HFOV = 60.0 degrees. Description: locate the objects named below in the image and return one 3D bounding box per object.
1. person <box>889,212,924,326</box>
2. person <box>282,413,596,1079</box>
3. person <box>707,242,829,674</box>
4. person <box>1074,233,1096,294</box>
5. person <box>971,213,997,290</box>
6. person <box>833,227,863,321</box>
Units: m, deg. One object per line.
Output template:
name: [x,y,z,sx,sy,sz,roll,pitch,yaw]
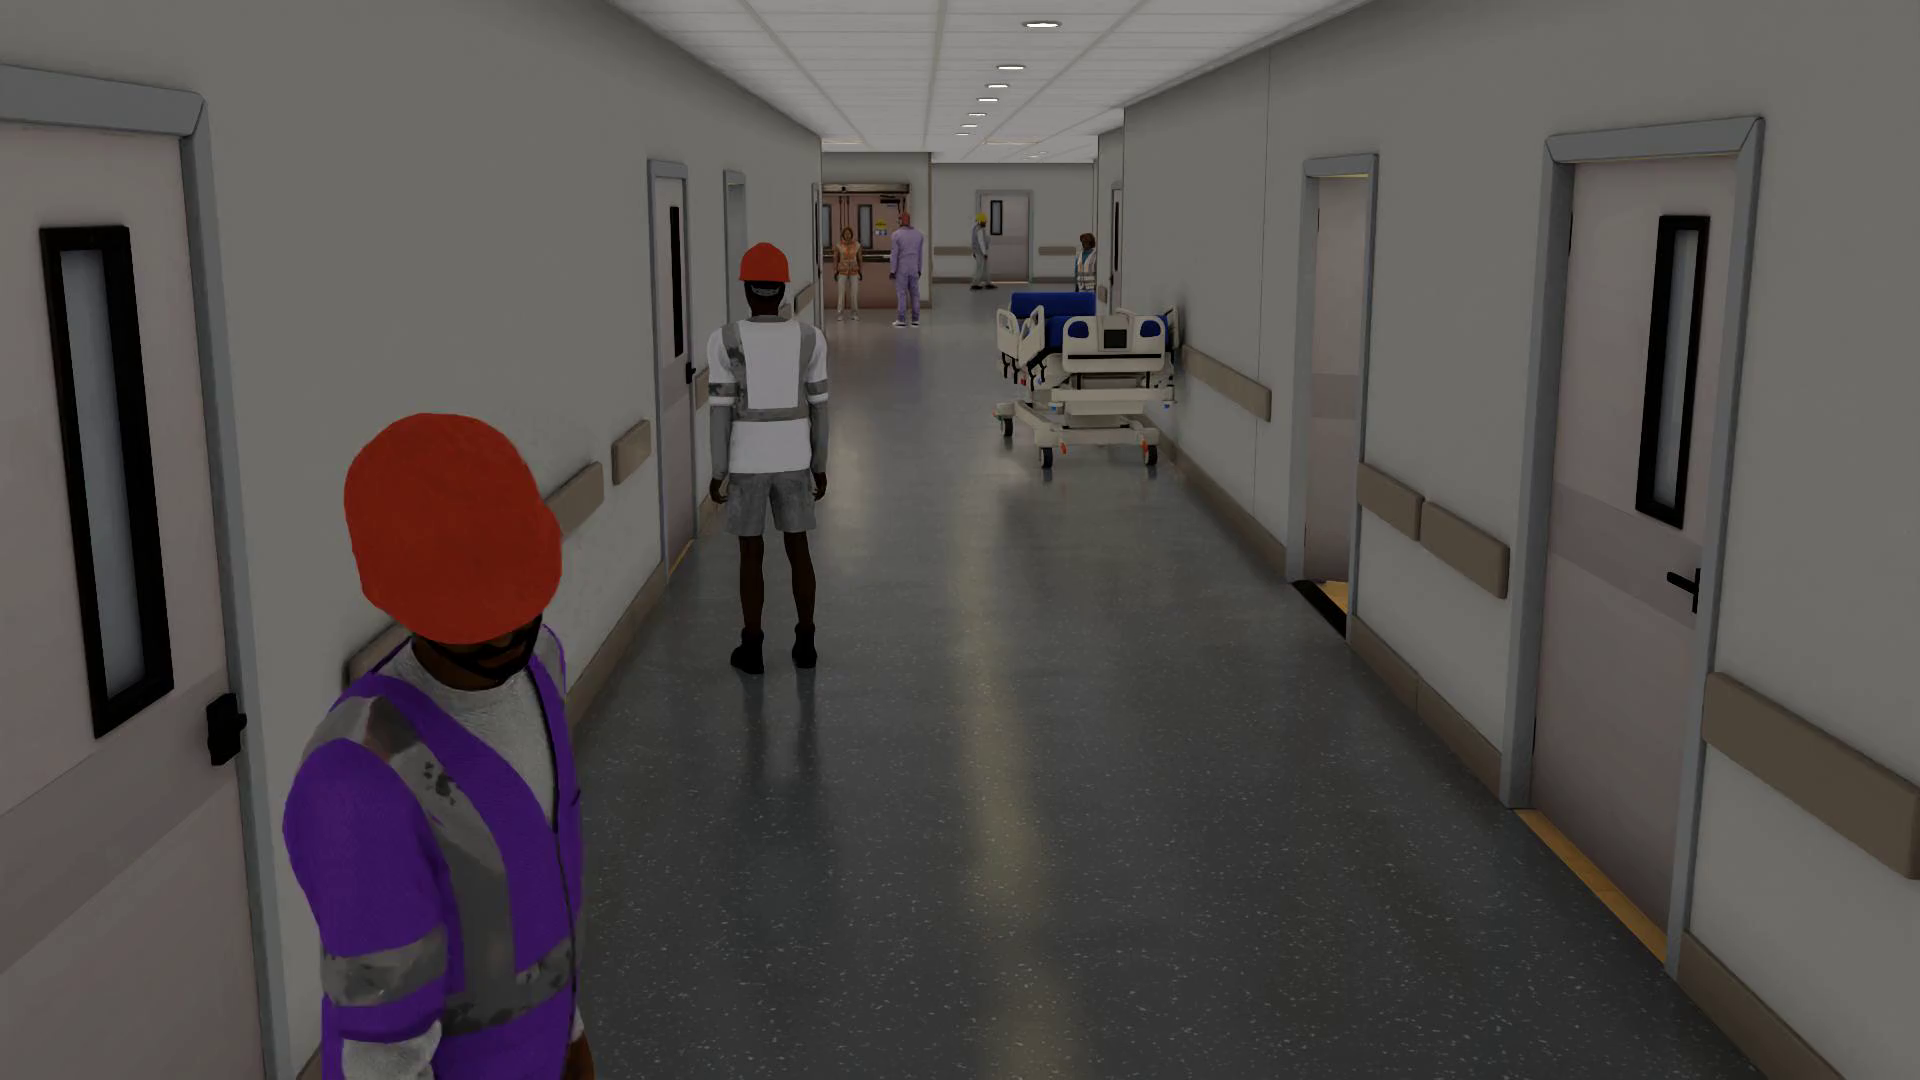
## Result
person: [-0.926,-4.577,28.143,0.639,1.903,0.409,-8,14,-35]
person: [-0.677,0.752,2.215,0.478,1.886,0.608,1,12,4]
person: [-0.869,-0.362,7.517,0.553,1.935,0.364,-4,12,-20]
person: [1.903,-3.727,24.669,0.509,1.629,0.315,11,16,43]
person: [0.558,-6.802,39.264,0.677,1.786,0.631,-1,12,-5]
person: [-1.971,-4.686,29.310,0.524,1.639,0.308,-3,12,-12]
